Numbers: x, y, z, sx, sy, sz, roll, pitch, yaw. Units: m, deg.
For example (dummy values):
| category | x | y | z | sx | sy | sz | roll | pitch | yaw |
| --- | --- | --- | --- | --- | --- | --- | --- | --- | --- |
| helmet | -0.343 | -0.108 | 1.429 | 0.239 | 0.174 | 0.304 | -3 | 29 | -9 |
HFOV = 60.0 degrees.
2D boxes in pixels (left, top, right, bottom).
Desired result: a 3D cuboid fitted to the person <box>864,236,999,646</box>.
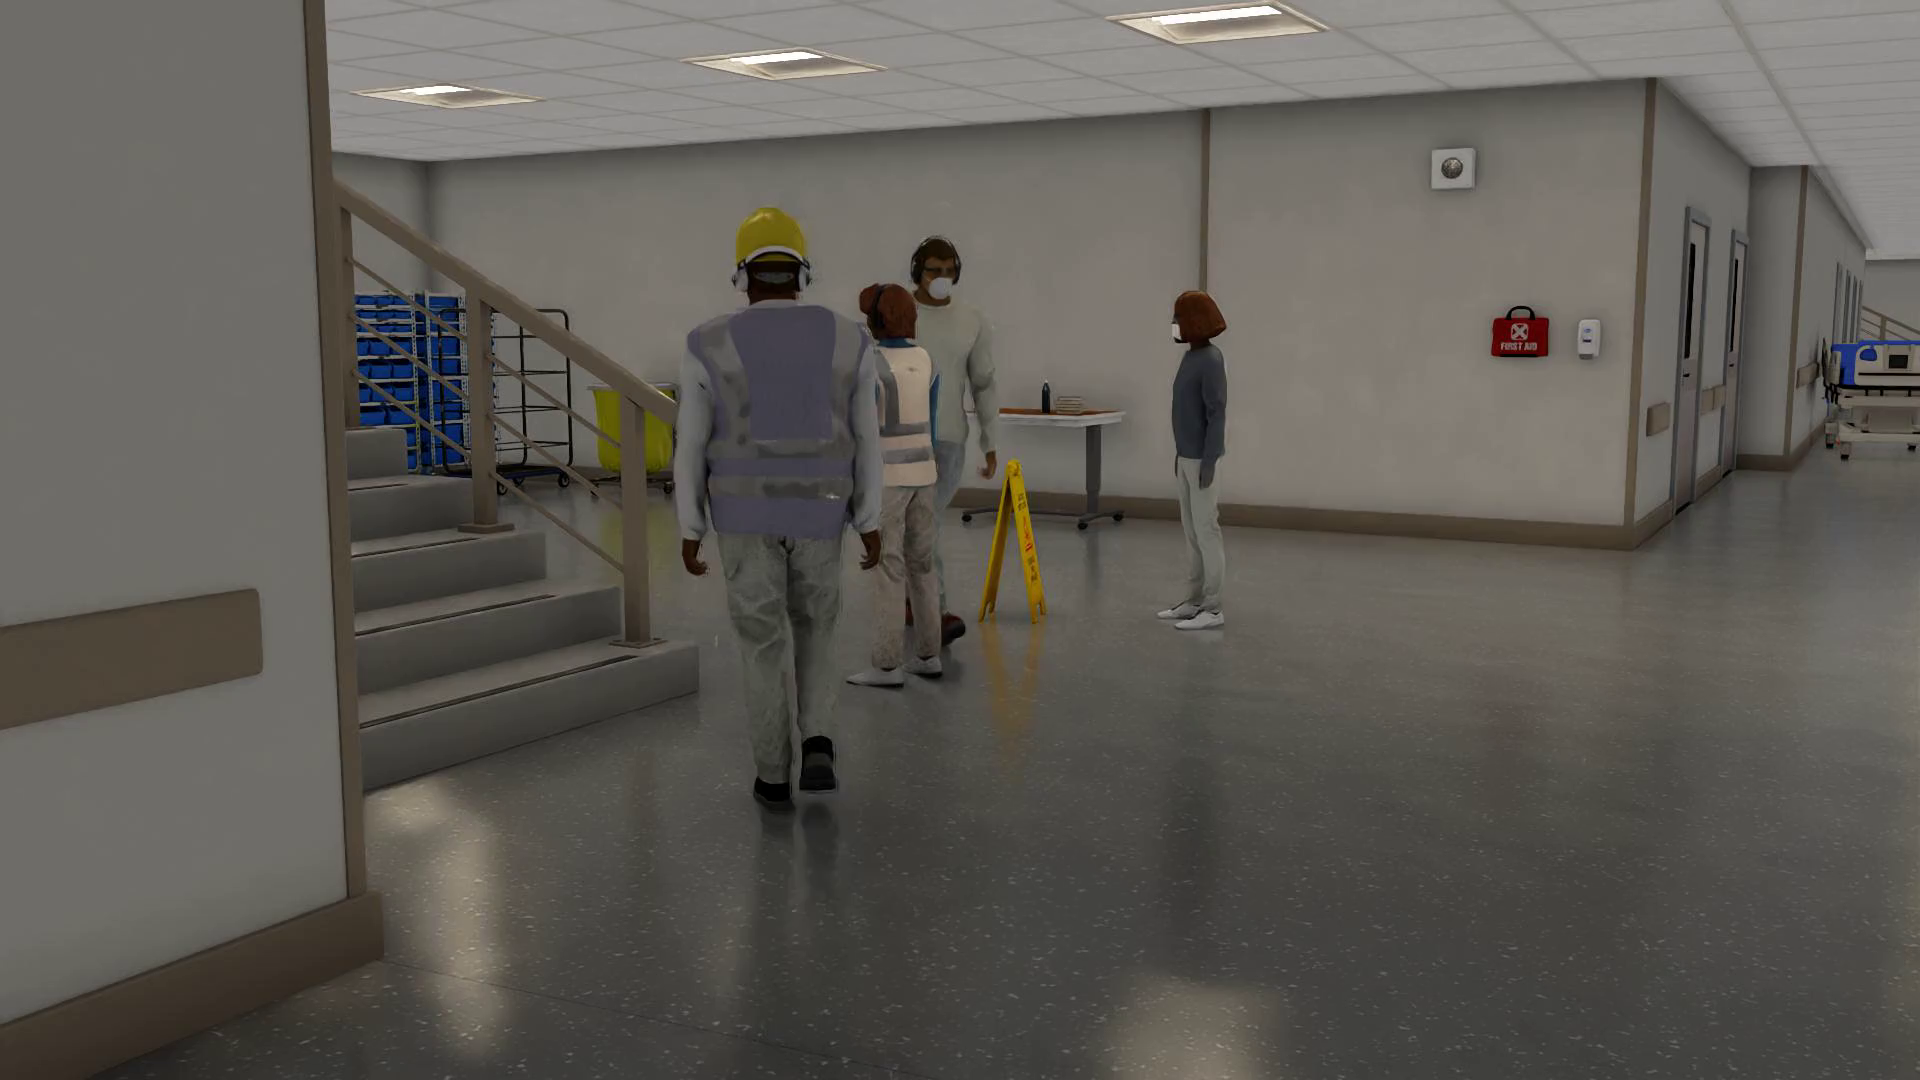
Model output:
| category | x | y | z | sx | sy | sz | roll | pitch | yaw |
| --- | --- | --- | --- | --- | --- | --- | --- | --- | --- |
| person | -0.128 | -0.469 | 7.780 | 0.637 | 1.876 | 1.063 | -3 | 8 | -20 |

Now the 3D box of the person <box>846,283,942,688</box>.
| category | x | y | z | sx | sy | sz | roll | pitch | yaw |
| --- | --- | --- | --- | --- | --- | --- | --- | --- | --- |
| person | -0.264 | -0.215 | 6.753 | 0.313 | 1.641 | 0.520 | 5 | 9 | 36 |

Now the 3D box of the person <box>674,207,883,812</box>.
| category | x | y | z | sx | sy | sz | roll | pitch | yaw |
| --- | --- | --- | --- | --- | --- | --- | --- | --- | --- |
| person | -0.549 | -0.081 | 5.010 | 0.618 | 1.817 | 0.426 | -2 | 8 | -18 |

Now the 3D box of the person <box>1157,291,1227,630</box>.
| category | x | y | z | sx | sy | sz | roll | pitch | yaw |
| --- | --- | --- | --- | --- | --- | --- | --- | --- | --- |
| person | 1.142 | -0.383 | 8.057 | 0.267 | 1.631 | 0.509 | -1 | 7 | -8 |
